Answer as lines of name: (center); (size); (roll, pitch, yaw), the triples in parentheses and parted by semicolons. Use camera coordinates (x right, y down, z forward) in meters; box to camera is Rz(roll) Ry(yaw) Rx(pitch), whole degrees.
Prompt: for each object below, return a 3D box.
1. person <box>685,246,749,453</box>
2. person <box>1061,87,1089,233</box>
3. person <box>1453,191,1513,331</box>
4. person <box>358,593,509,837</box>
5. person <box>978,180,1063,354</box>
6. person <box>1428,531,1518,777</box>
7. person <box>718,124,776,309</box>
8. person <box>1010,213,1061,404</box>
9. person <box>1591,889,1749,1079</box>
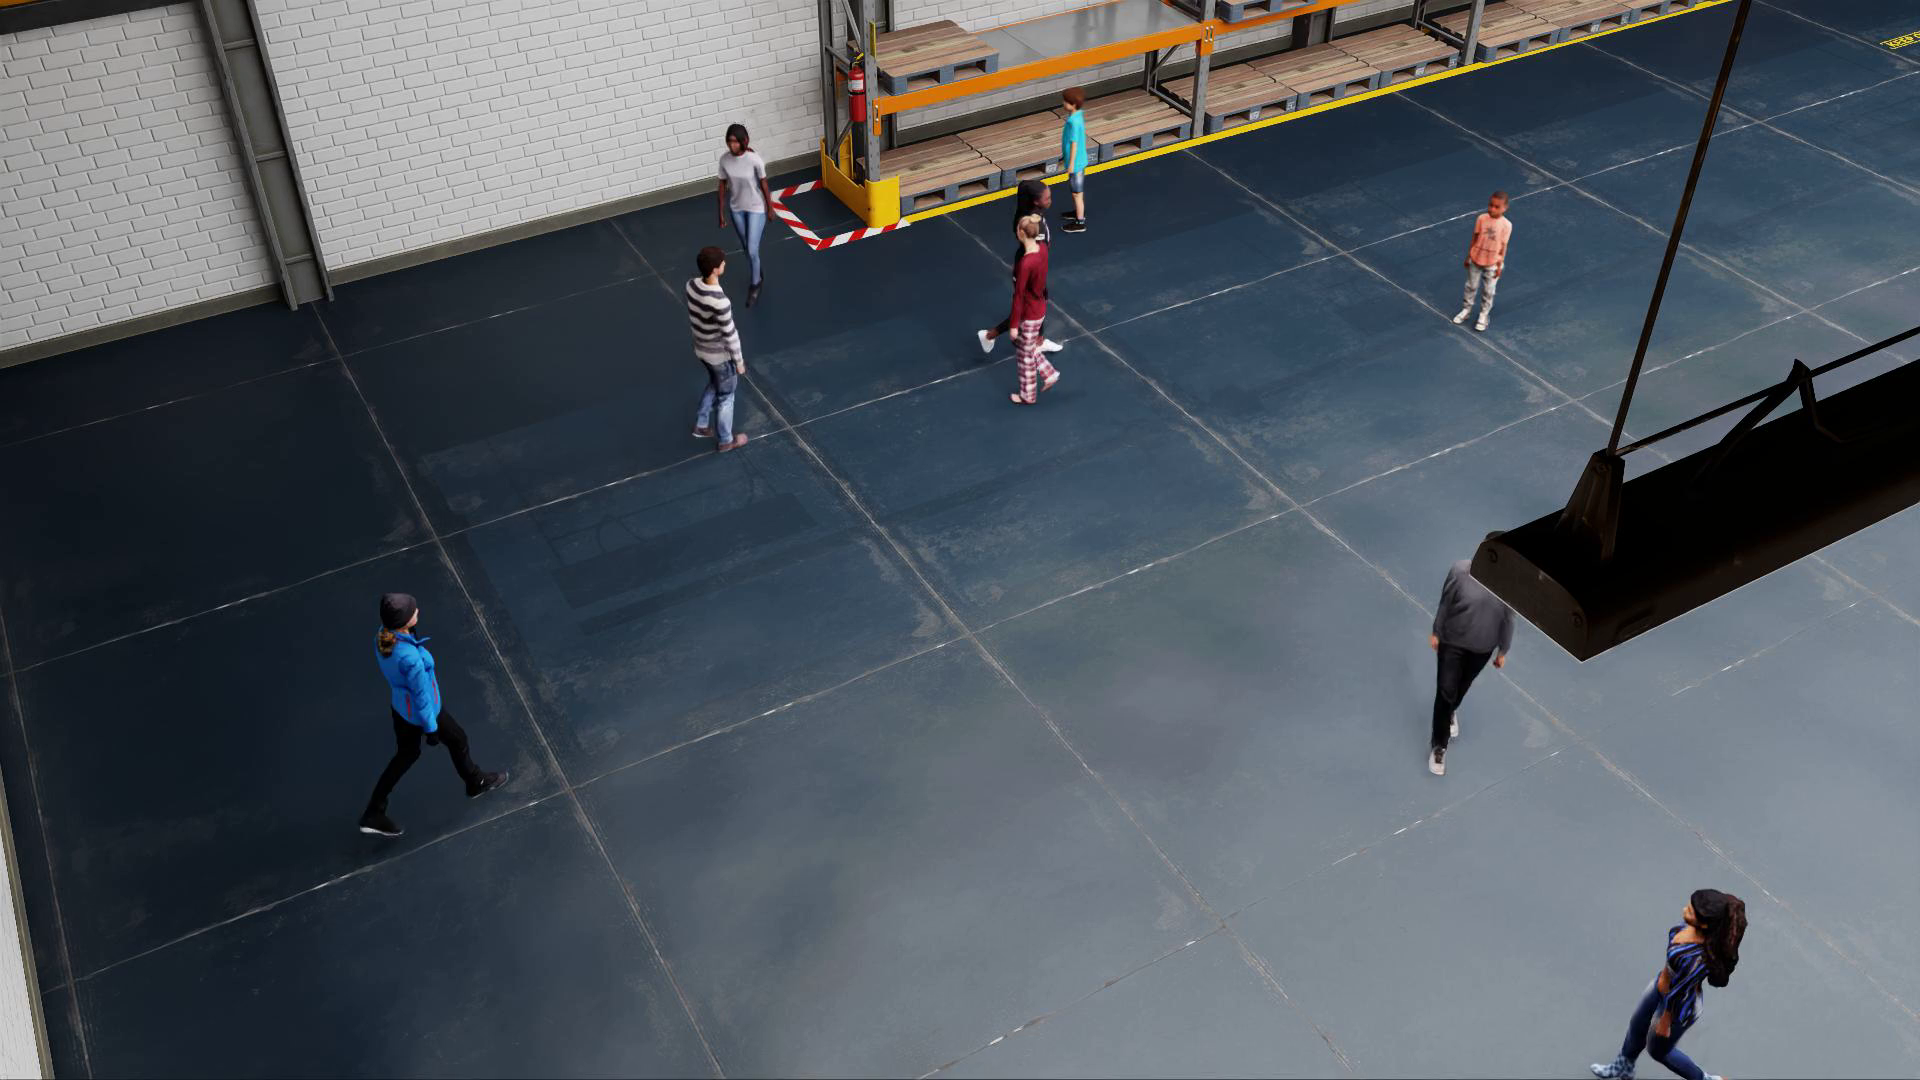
person: (-2.002, -1.451, 13.108); (0.771, 1.841, 0.757); (-31, 48, -32)
person: (1.140, -3.742, 16.296); (0.628, 1.444, 0.603); (1, 39, 1)
person: (4.709, -2.521, 14.875); (0.544, 1.309, 0.561); (25, 45, 28)
person: (-3.356, 1.082, 10.003); (1.232, 1.758, 0.766); (-28, 46, -31)
person: (0.535, -2.281, 14.249); (1.093, 1.715, 0.816); (-10, 40, -12)
person: (3.241, 0.588, 10.640); (0.986, 1.736, 0.989); (3, 39, 4)
person: (-1.911, -3.026, 15.195); (0.871, 1.700, 0.936); (11, 40, 14)
person: (0.647, -1.894, 13.778); (0.919, 1.699, 0.855); (8, 39, 10)
person: (3.723, 2.381, 8.501); (0.976, 1.603, 0.958); (15, 41, 18)
